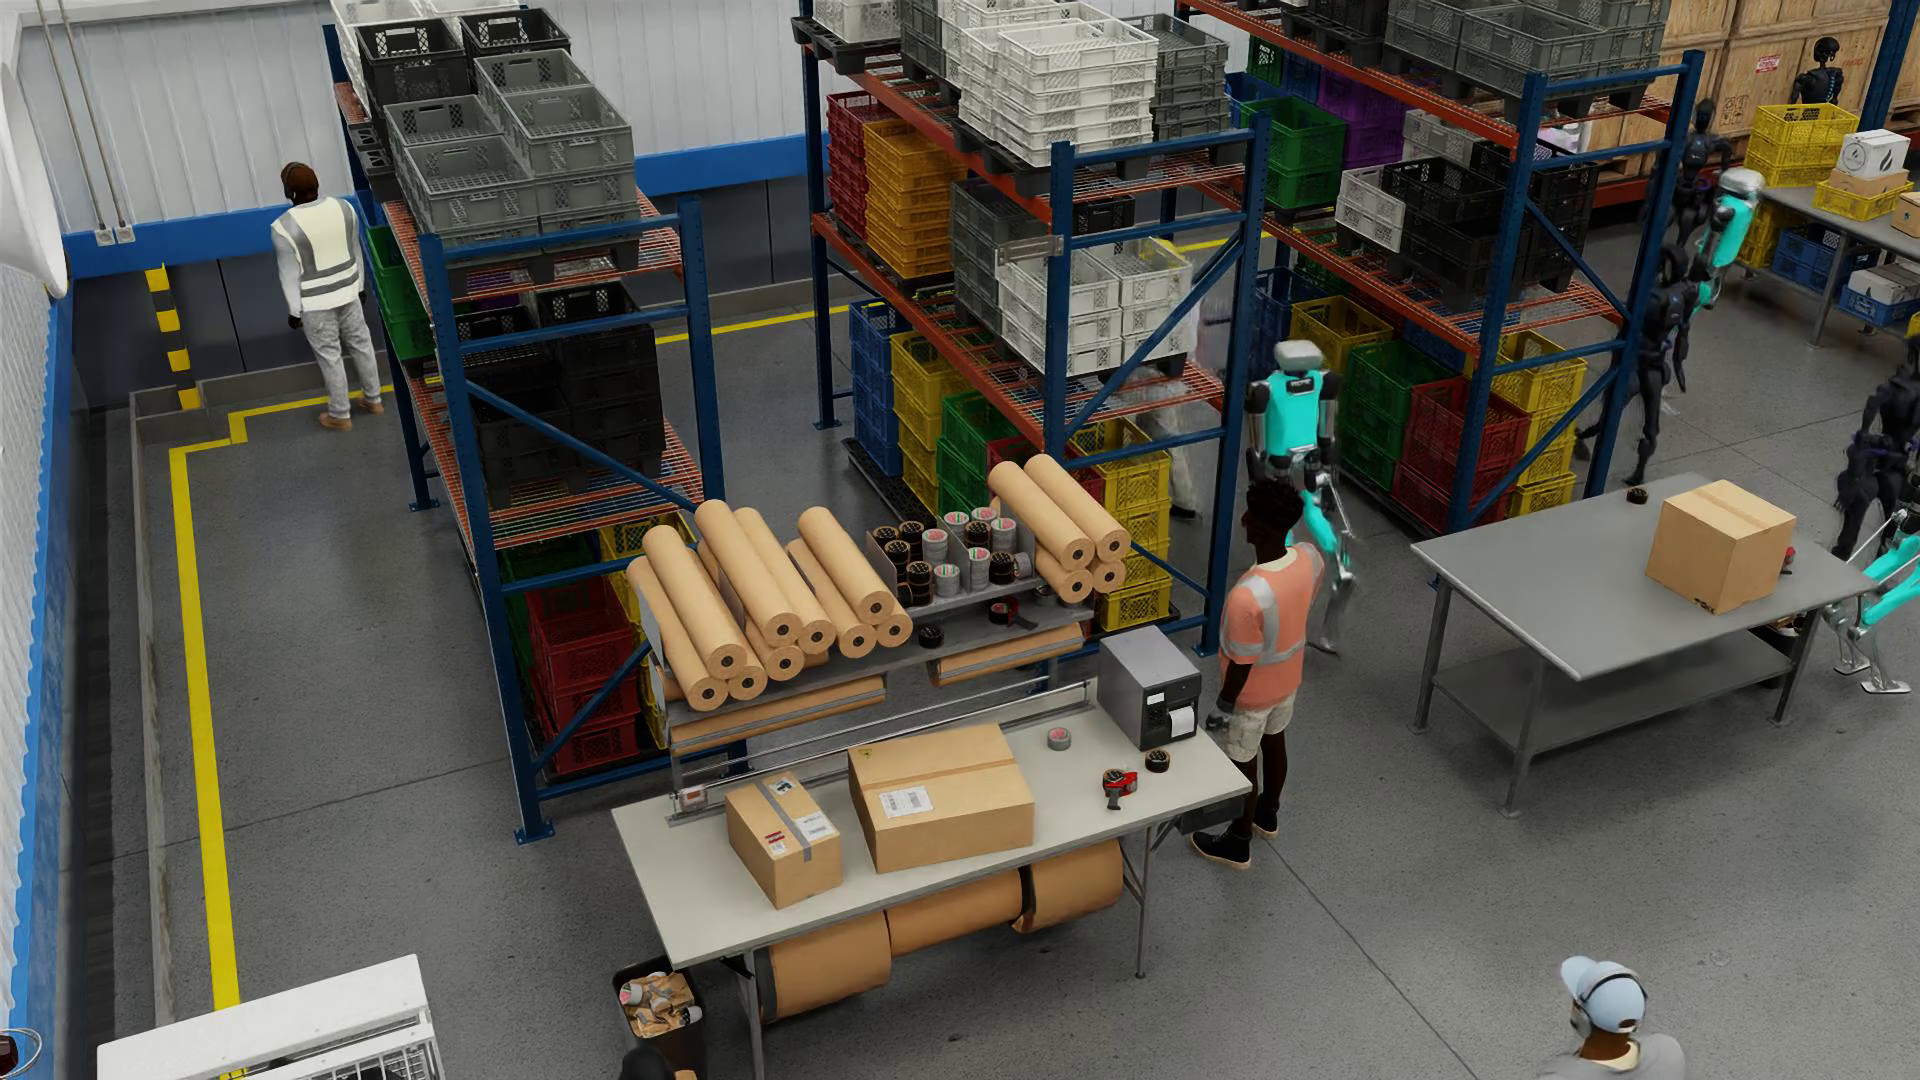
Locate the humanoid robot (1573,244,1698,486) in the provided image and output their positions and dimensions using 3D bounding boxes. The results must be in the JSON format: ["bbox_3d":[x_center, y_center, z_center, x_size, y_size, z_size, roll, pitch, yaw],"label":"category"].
[{"bbox_3d":[4.270,-1.127,10.486,0.588,1.628,0.718,-12,34,-19],"label":"humanoid robot"}]

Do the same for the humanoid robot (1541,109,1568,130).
[{"bbox_3d":[4.294,-2.756,13.020,0.681,1.767,0.532,3,32,5],"label":"humanoid robot"}]

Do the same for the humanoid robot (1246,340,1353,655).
[{"bbox_3d":[1.870,-0.093,8.786,0.530,1.771,1.021,-11,33,-17],"label":"humanoid robot"}]

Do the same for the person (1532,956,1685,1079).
[{"bbox_3d":[1.871,2.010,5.197,0.596,1.849,0.395,-13,34,-21],"label":"person"}]

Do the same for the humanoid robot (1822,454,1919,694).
[{"bbox_3d":[4.735,0.032,8.390,0.735,1.677,0.533,-8,32,-13],"label":"humanoid robot"}]

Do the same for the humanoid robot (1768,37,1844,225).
[{"bbox_3d":[7.229,-3.461,14.234,0.599,1.657,0.315,-12,33,-18],"label":"humanoid robot"}]

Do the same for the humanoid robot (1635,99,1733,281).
[{"bbox_3d":[5.574,-2.586,12.838,0.616,1.647,0.536,9,33,14],"label":"humanoid robot"}]

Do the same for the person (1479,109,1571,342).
[{"bbox_3d":[4.049,-2.385,12.159,0.611,2.040,0.386,0,32,-1],"label":"person"}]

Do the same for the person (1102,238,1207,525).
[{"bbox_3d":[1.191,-1.006,10.178,0.926,1.768,0.574,23,39,33],"label":"person"}]

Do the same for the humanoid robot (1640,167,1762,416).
[{"bbox_3d":[4.905,-1.707,11.375,0.531,1.820,0.711,-27,41,-36],"label":"humanoid robot"}]

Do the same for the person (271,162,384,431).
[{"bbox_3d":[-4.237,-1.619,11.100,0.431,1.844,0.623,21,37,30],"label":"person"}]

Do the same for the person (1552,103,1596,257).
[{"bbox_3d":[4.809,-3.115,13.495,0.570,1.878,0.339,-3,32,-5],"label":"person"}]

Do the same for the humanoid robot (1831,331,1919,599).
[{"bbox_3d":[5.153,-0.385,9.248,0.602,1.647,0.348,-9,33,-14],"label":"humanoid robot"}]

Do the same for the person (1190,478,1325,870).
[{"bbox_3d":[1.313,0.605,7.369,0.367,1.966,0.603,25,39,34],"label":"person"}]

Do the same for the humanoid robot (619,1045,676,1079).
[{"bbox_3d":[-0.849,2.178,5.086,0.593,1.644,0.381,-19,36,-28],"label":"humanoid robot"}]
